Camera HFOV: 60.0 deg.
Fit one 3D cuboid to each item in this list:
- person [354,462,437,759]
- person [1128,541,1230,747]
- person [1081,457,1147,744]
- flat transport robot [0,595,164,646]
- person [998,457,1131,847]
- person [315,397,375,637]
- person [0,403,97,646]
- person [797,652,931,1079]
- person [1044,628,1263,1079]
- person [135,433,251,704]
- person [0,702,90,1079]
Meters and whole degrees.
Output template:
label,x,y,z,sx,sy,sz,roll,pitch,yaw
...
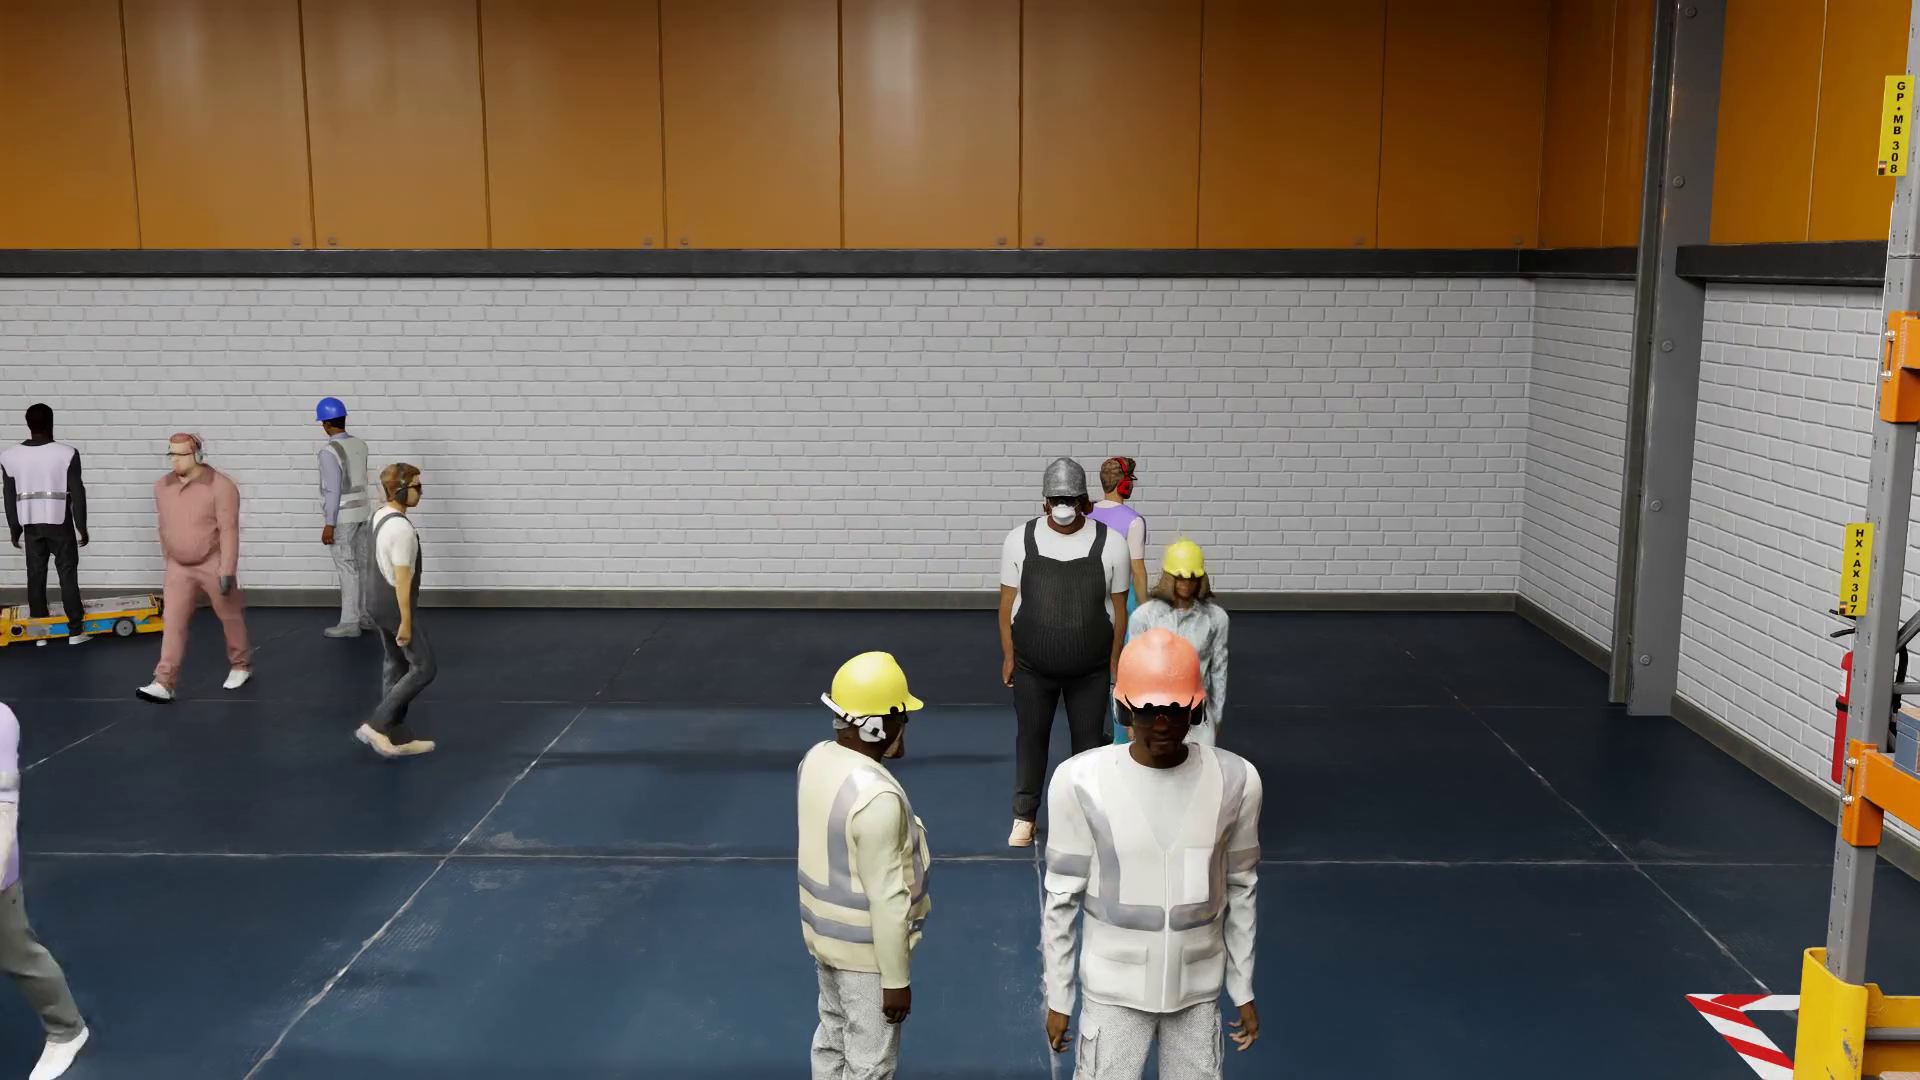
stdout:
label,x,y,z,sx,sy,sz,roll,pitch,yaw
person,-3.422,0.444,10.053,0.447,1.834,0.526,-8,12,-39
person,1.036,0.858,7.922,0.498,1.706,0.842,1,9,4
person,0.931,0.409,10.201,0.389,1.847,0.566,-7,12,-38
flat transport robot,-7.164,0.643,13.514,1.431,0.197,0.652,-5,11,-28
person,0.533,0.586,8.564,0.684,2.000,0.538,1,10,5
person,-4.993,-0.184,13.474,0.402,1.942,0.603,1,10,7
person,-7.205,-0.116,13.131,0.590,1.920,0.399,-1,10,-8
person,-0.293,1.248,5.221,0.404,1.829,0.600,-5,11,-26
person,0.543,1.240,4.639,0.614,2.041,0.393,-1,10,-6
person,-5.281,0.193,11.477,0.666,1.848,1.044,1,10,5
person,-3.505,1.136,5.801,0.599,1.865,1.041,1,10,8
